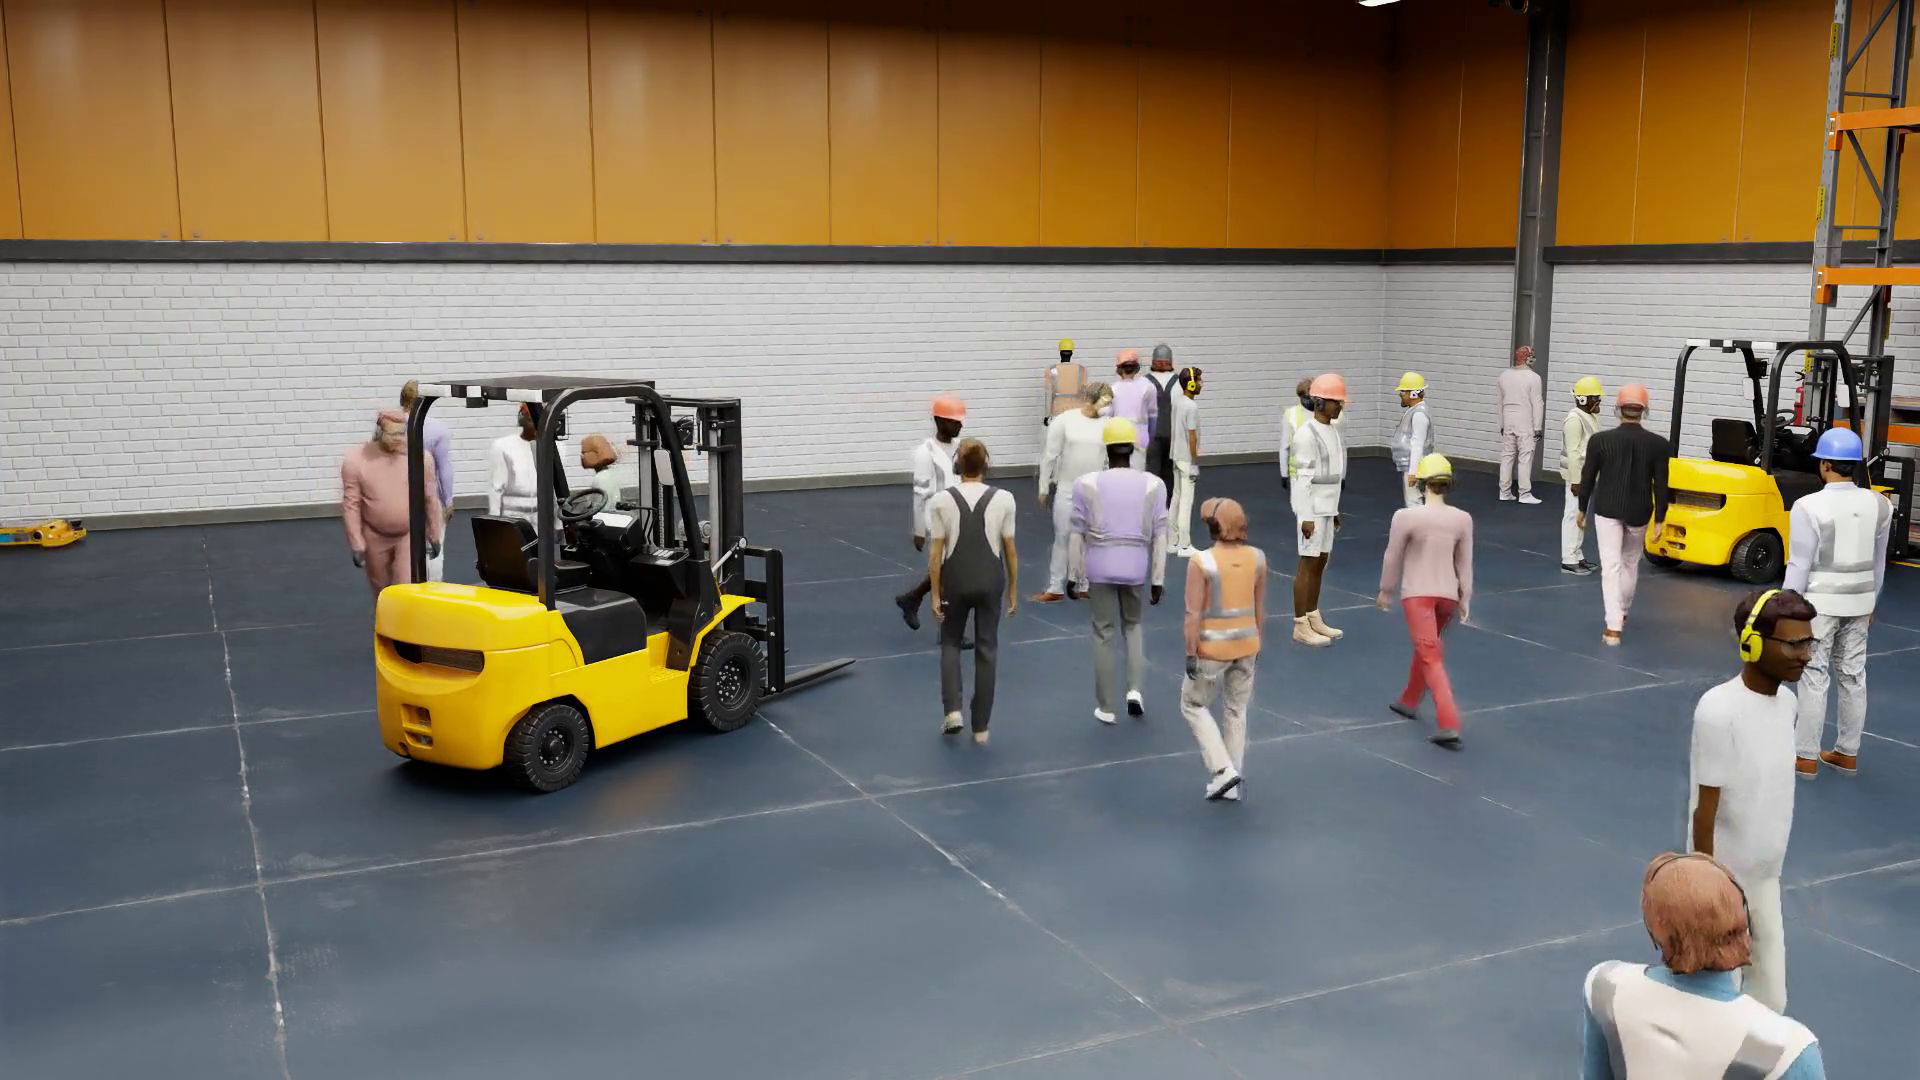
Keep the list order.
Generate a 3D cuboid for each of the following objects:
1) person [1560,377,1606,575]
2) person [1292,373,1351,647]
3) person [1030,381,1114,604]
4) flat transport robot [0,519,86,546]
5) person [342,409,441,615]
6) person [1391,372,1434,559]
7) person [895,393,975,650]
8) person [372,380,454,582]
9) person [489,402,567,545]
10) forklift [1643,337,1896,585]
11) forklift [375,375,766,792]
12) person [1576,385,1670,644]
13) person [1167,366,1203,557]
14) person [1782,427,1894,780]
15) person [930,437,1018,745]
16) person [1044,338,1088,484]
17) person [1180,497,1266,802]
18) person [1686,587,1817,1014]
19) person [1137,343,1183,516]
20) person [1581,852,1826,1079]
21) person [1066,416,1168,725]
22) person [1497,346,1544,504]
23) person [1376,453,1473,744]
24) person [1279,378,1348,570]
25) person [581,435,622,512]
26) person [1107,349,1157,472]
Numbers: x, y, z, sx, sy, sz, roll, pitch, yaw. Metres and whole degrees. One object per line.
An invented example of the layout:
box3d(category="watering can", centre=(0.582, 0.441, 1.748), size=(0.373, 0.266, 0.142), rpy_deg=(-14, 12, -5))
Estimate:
box3d(category="person", centre=(5.788, -0.600, 15.450), size=(0.404, 1.833, 0.588), rpy_deg=(6, 11, 31))
box3d(category="person", centre=(2.721, -0.231, 12.514), size=(0.376, 2.043, 0.605), rpy_deg=(6, 11, 32))
box3d(category="person", centre=(0.962, -0.377, 13.917), size=(0.785, 1.902, 0.375), rpy_deg=(-2, 9, -9))
box3d(category="flat transport robot", centre=(-9.801, -0.068, 16.979), size=(1.431, 0.197, 0.652), rpy_deg=(-2, 9, -11))
box3d(category="person", centre=(-4.024, -0.020, 11.832), size=(0.655, 1.840, 0.999), rpy_deg=(-4, 10, -21))
box3d(category="person", centre=(4.410, -0.723, 16.245), size=(0.403, 1.826, 0.591), rpy_deg=(2, 9, 9))
box3d(category="person", centre=(-0.198, -0.153, 12.450), size=(0.706, 1.912, 0.558), rpy_deg=(7, 11, 36))
box3d(category="person", centre=(-4.414, -0.309, 13.428), size=(0.676, 1.937, 0.343), rpy_deg=(0, 9, -1))
box3d(category="person", centre=(-3.253, -0.148, 12.535), size=(0.610, 1.868, 0.458), rpy_deg=(-4, 10, -25))
box3d(category="forklift", centre=(7.551, -0.789, 15.507), size=(2.313, 2.155, 1.214), rpy_deg=(-4, 10, -25))
box3d(category="forklift", centre=(-2.268, 0.149, 9.685), size=(1.214, 2.155, 2.313), rpy_deg=(6, 11, 32))
box3d(category="person", centre=(5.069, -0.218, 12.754), size=(0.609, 1.940, 1.030), rpy_deg=(2, 9, 10))
box3d(category="person", centre=(2.235, -0.772, 16.402), size=(0.333, 1.872, 0.515), rpy_deg=(-3, 9, -15))
box3d(category="person", centre=(4.797, 0.355, 9.170), size=(0.602, 1.948, 0.387), rpy_deg=(-2, 9, -12))
box3d(category="person", centre=(0.086, 0.306, 9.857), size=(0.530, 1.832, 0.407), rpy_deg=(0, 9, 0))
box3d(category="person", centre=(1.393, -1.700, 21.982), size=(0.594, 1.925, 0.369), rpy_deg=(-2, 9, -11))
box3d(category="person", centre=(1.388, 0.586, 8.717), size=(0.526, 1.625, 0.383), rpy_deg=(-4, 10, -26))
box3d(category="person", centre=(2.373, 1.046, 5.195), size=(0.539, 1.850, 0.664), rpy_deg=(-6, 11, -34))
box3d(category="person", centre=(2.258, -1.228, 18.706), size=(0.686, 2.000, 0.923), rpy_deg=(0, 9, 1))
box3d(category="person", centre=(1.527, 1.449, 3.437), size=(0.316, 1.614, 0.576), rpy_deg=(-7, 11, -37))
box3d(category="person", centre=(0.964, 0.192, 10.311), size=(0.597, 1.911, 0.425), rpy_deg=(-1, 9, -6))
box3d(category="person", centre=(6.800, -1.389, 20.122), size=(0.408, 1.908, 0.645), rpy_deg=(-5, 11, -30))
box3d(category="person", centre=(2.840, 0.335, 10.047), size=(0.524, 1.715, 0.953), rpy_deg=(-3, 10, -17))
box3d(category="person", centre=(3.371, -0.649, 15.863), size=(0.642, 1.809, 0.785), rpy_deg=(3, 10, 20))
box3d(category="person", centre=(-2.701, 0.027, 12.277), size=(0.805, 1.590, 0.523), rpy_deg=(1, 9, 3))
box3d(category="person", centre=(1.802, -1.047, 17.788), size=(0.603, 1.992, 1.096), rpy_deg=(1, 9, 7))
